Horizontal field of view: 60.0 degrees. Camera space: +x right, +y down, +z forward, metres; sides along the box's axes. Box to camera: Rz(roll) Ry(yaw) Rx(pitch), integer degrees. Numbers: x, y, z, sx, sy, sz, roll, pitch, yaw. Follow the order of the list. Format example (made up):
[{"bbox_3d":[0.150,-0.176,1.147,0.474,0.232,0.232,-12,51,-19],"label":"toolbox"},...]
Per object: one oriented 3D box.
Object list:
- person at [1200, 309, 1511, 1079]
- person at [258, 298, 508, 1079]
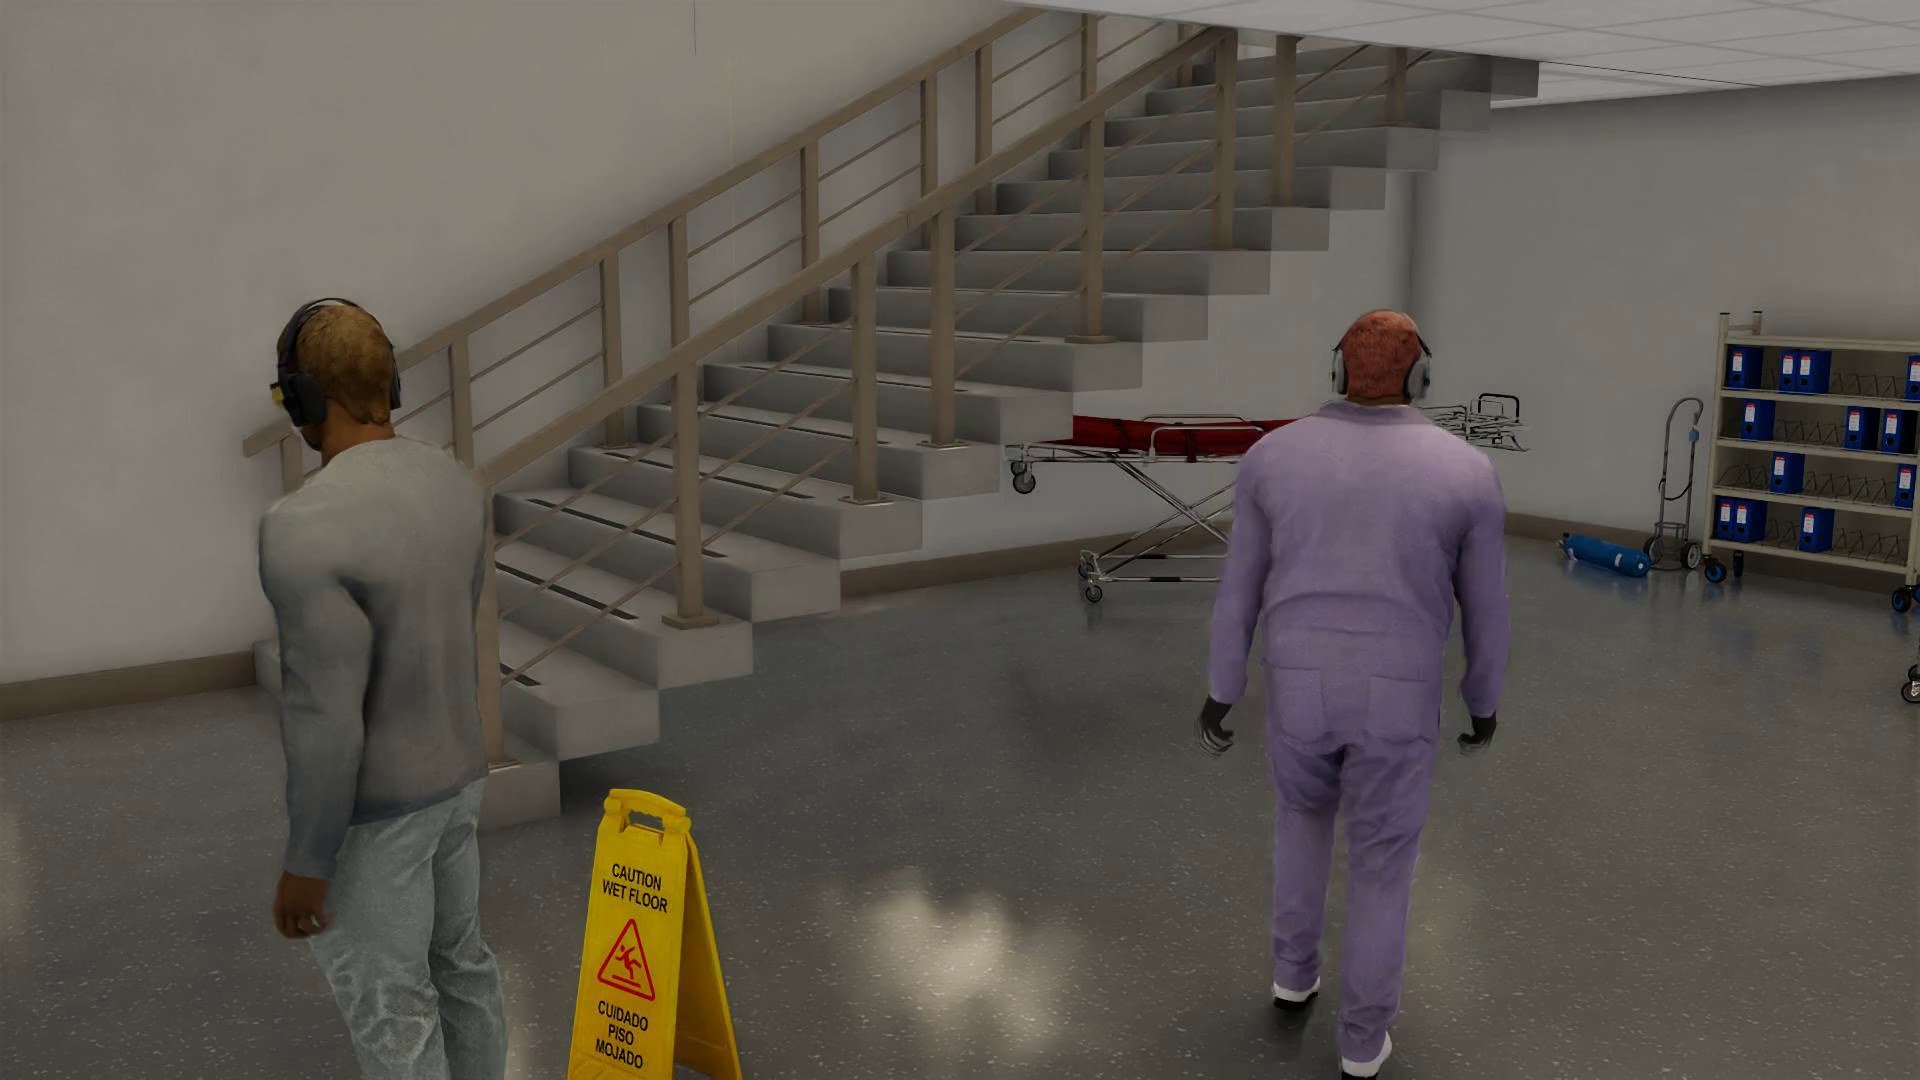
[{"bbox_3d":[1.000,0.368,4.197,0.724,1.877,0.687,4,11,20],"label":"person"},{"bbox_3d":[-1.110,0.512,3.202,0.375,1.936,0.627,2,10,11],"label":"person"}]
